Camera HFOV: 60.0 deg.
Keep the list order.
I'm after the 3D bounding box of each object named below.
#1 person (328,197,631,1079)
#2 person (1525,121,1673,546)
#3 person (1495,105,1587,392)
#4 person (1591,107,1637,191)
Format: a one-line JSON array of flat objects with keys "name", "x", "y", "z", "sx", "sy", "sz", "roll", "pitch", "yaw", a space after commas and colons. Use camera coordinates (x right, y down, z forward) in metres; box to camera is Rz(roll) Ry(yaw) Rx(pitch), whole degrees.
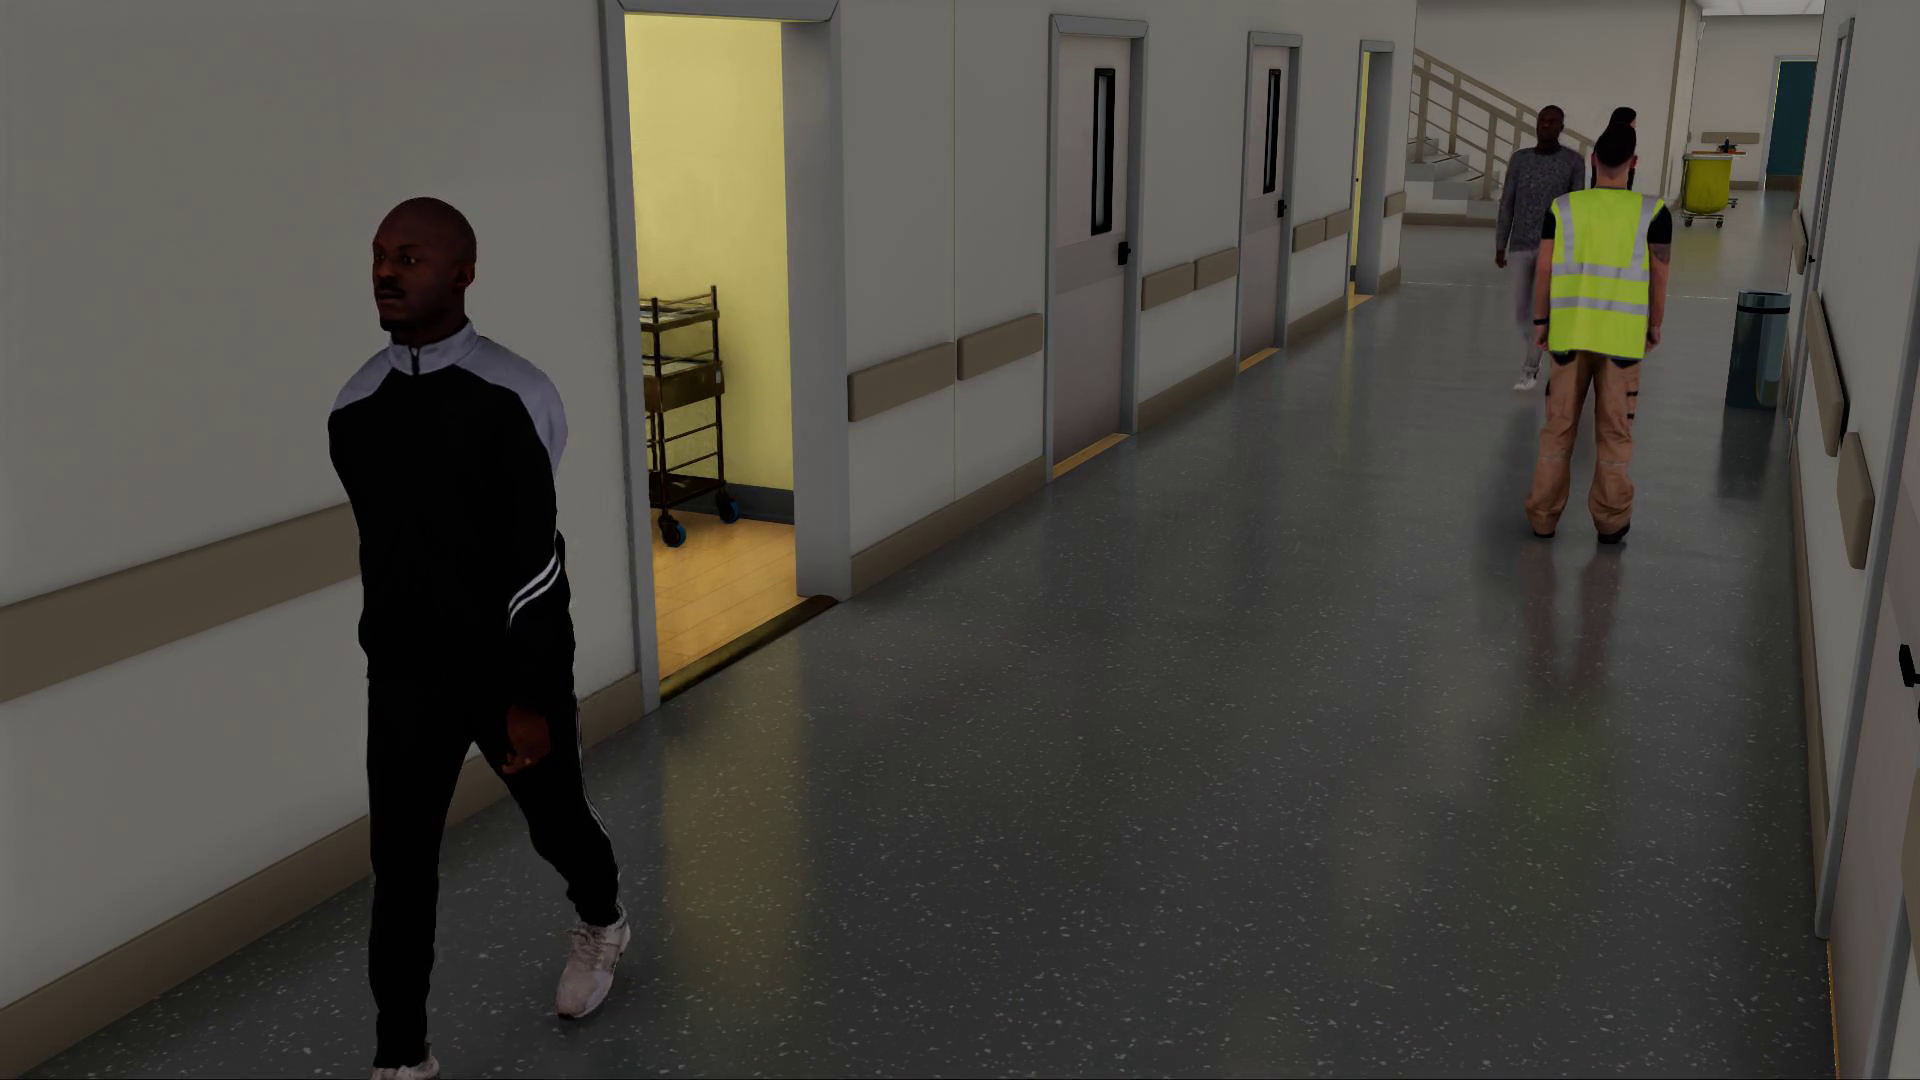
[{"name": "person", "x": -0.936, "y": 0.226, "z": 3.407, "sx": 1.166, "sy": 1.800, "sz": 0.910, "roll": 3, "pitch": 16, "yaw": 12}, {"name": "person", "x": 2.811, "y": -0.902, "z": 7.317, "sx": 0.623, "sy": 1.848, "sz": 0.740, "roll": 7, "pitch": 17, "yaw": 23}, {"name": "person", "x": 3.848, "y": -1.919, "z": 10.994, "sx": 1.056, "sy": 1.811, "sz": 0.853, "roll": 10, "pitch": 19, "yaw": 31}, {"name": "person", "x": 5.332, "y": -2.698, "z": 13.956, "sx": 1.150, "sy": 1.704, "sz": 1.180, "roll": -8, "pitch": 18, "yaw": -26}]
